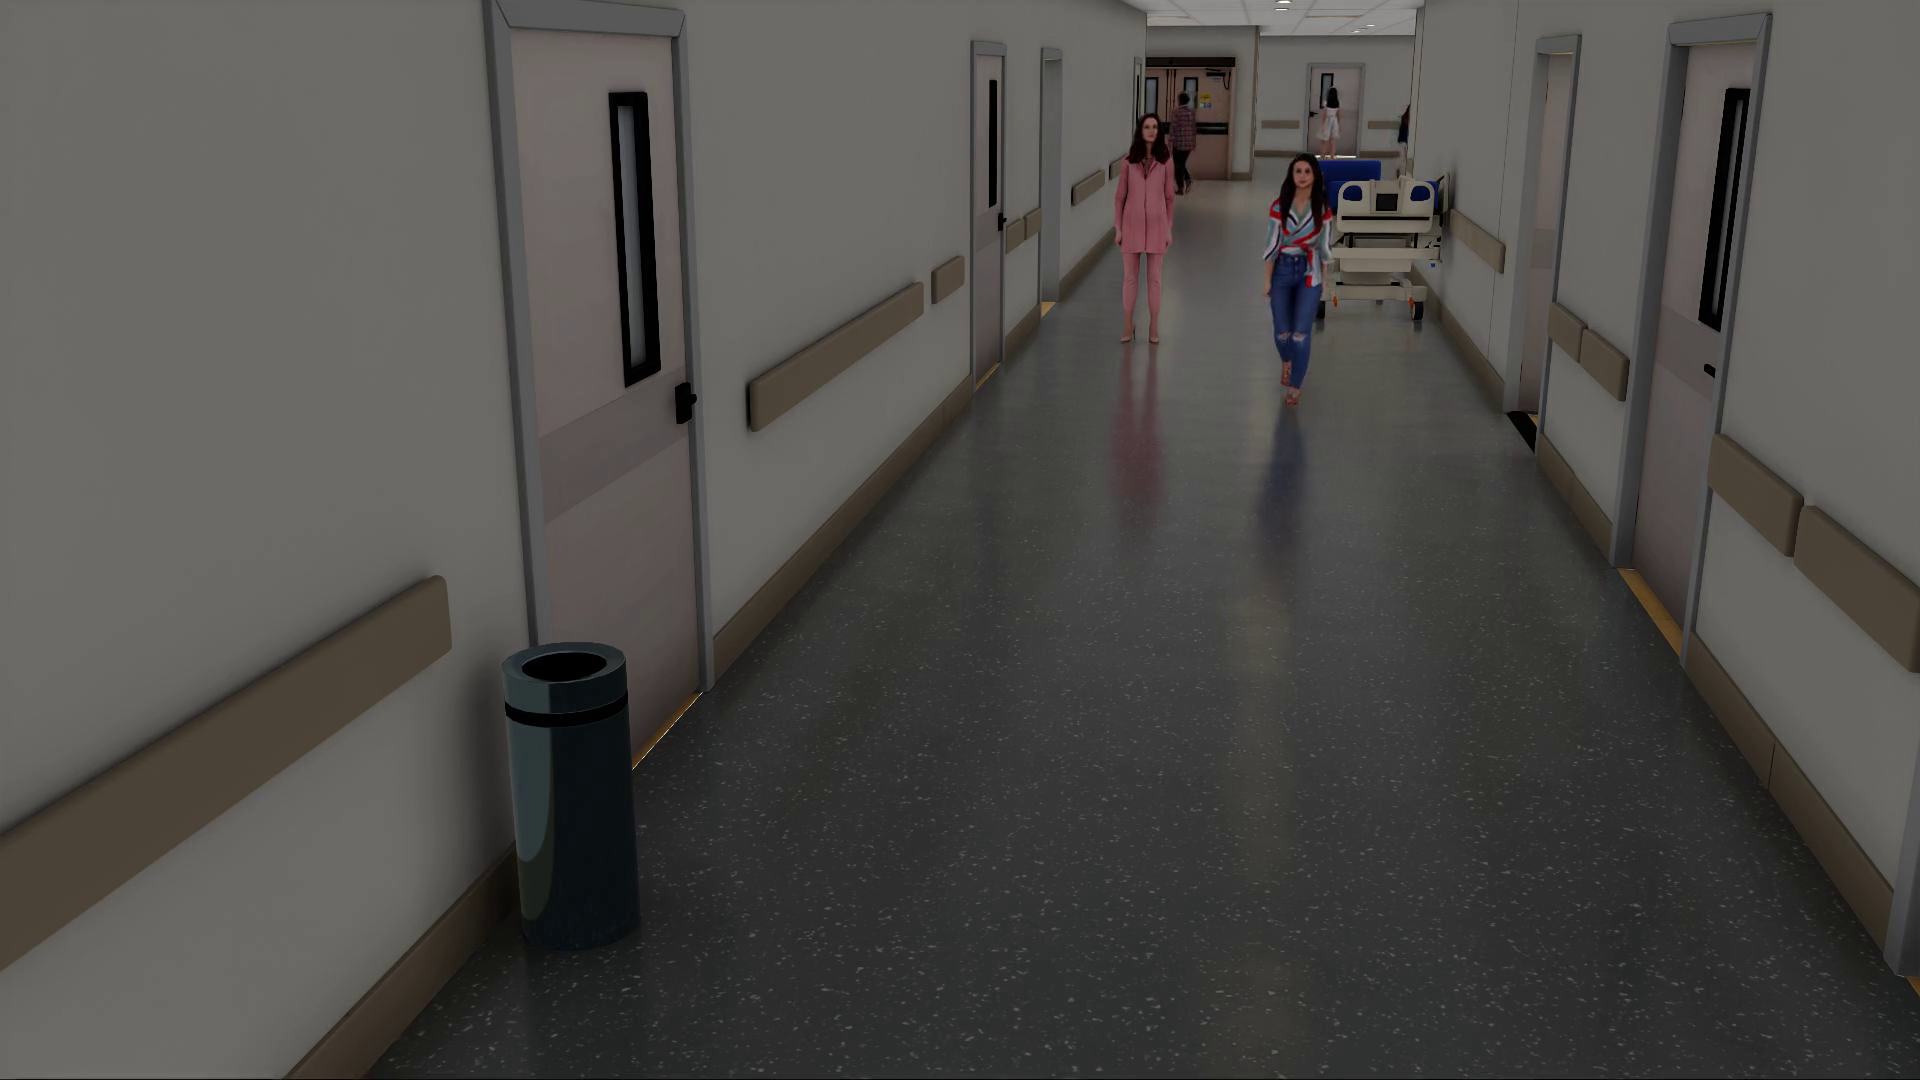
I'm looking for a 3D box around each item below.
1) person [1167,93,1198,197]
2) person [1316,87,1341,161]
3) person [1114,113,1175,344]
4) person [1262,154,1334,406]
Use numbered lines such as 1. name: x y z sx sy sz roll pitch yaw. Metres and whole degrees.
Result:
1. person: 3.912 -6.885 28.995 0.802 1.749 0.856 -11 19 -34
2. person: 8.209 -9.076 36.752 0.781 1.757 0.813 -2 16 -7
3. person: 1.479 -2.482 13.278 0.437 1.802 0.671 3 16 9
4. person: 2.209 -1.712 10.960 1.021 1.580 0.721 5 16 16
